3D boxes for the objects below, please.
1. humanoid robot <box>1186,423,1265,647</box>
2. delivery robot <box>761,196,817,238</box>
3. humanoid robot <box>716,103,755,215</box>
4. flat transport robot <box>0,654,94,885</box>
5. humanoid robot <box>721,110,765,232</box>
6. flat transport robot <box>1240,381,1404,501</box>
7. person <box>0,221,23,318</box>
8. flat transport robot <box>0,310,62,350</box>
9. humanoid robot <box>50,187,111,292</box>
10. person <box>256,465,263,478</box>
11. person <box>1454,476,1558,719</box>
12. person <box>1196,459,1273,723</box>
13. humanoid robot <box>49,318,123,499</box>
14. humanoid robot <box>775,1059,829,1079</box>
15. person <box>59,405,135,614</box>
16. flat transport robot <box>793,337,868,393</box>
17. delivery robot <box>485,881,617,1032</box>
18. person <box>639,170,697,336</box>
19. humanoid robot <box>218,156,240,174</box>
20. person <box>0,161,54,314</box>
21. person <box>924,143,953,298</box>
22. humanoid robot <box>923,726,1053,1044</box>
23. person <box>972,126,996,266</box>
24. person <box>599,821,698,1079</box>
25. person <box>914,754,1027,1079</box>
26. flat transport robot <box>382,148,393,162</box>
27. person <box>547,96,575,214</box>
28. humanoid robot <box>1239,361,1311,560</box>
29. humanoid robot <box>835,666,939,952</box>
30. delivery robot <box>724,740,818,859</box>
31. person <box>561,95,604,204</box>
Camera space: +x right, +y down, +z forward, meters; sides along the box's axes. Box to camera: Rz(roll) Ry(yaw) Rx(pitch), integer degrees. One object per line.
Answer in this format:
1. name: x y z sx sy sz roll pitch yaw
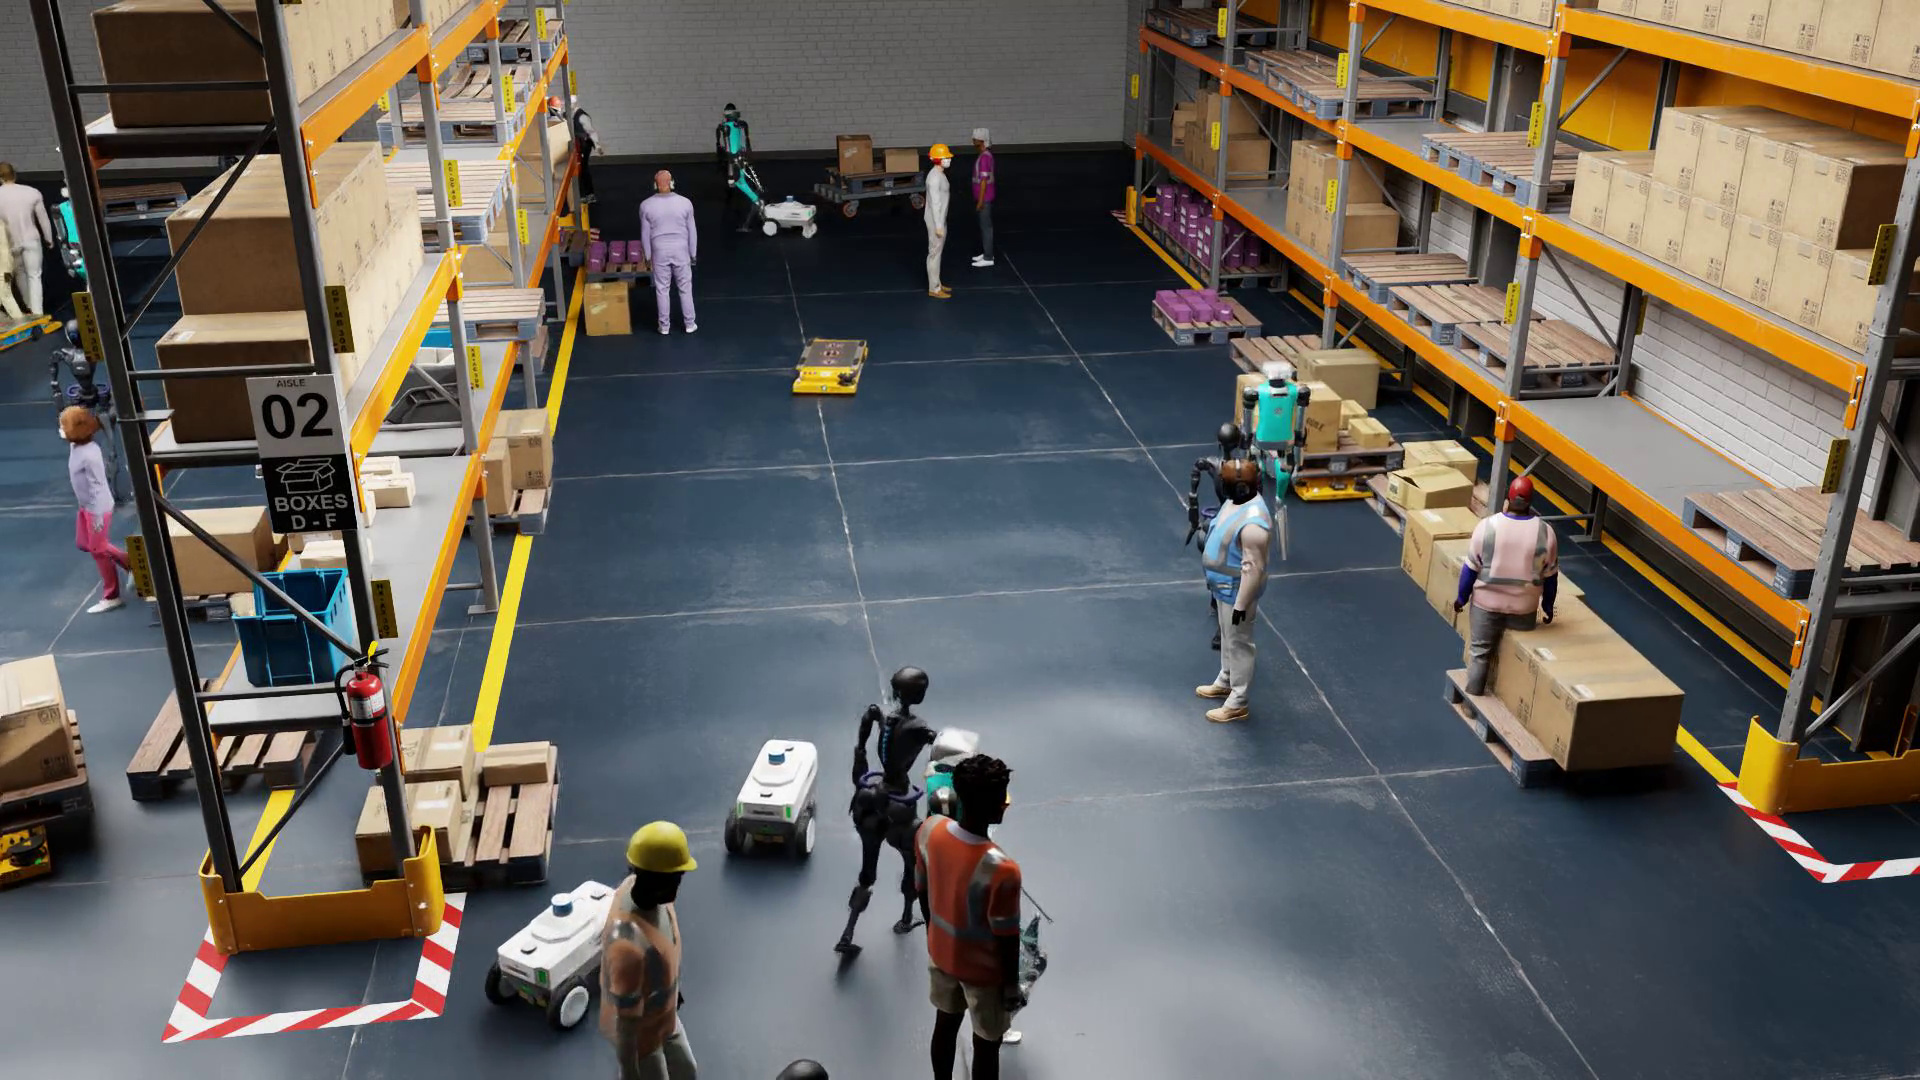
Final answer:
1. humanoid robot: 1.949 -0.085 12.171 0.600 1.624 0.777 8 25 17
2. delivery robot: -2.459 -4.642 23.895 0.771 0.592 0.499 4 24 10
3. humanoid robot: -3.381 -5.715 24.956 0.611 1.647 0.341 -15 28 -30
4. flat transport robot: -5.847 1.649 9.921 0.659 0.231 1.431 -13 27 -27
5. humanoid robot: -2.991 -5.176 23.774 0.768 1.896 0.553 4 24 10
6. flat transport robot: 3.255 -0.710 15.295 0.659 0.231 1.431 -3 24 -7
7. person: -11.098 -3.155 19.073 0.655 1.717 0.414 18 30 35
8. flat transport robot: -11.031 -2.330 18.986 0.659 0.231 1.431 4 24 10
9. humanoid robot: -10.067 -3.250 19.281 0.533 1.804 0.738 -6 25 -14
10. person: -6.293 -1.460 14.920 0.513 1.946 0.428 14 27 29
11. person: 3.574 0.403 10.913 0.627 1.751 0.420 6 24 12
12. person: 1.808 0.324 10.993 0.430 1.837 0.621 -1 24 -1
13. humanoid robot: -7.610 -1.145 14.556 0.584 1.632 0.713 -9 25 -20
14. humanoid robot: -0.635 2.587 6.065 0.608 1.641 0.590 16 28 32
15. person: -6.506 -0.245 12.543 0.409 1.617 0.514 -18 30 -35
16. flat transport robot: -1.386 -1.893 17.990 0.659 0.231 1.431 1 24 2
17. delivery robot: -2.034 2.103 8.533 0.499 0.595 0.770 13 27 27
18. person: -3.343 -3.305 19.181 0.636 1.902 0.409 -4 24 -10
19. humanoid robot: -9.879 -4.672 22.593 0.599 1.631 0.591 -16 28 -32
20. person: -11.093 -3.534 19.704 0.639 1.891 0.974 -9 25 -20
21. person: -0.265 -3.983 20.732 0.366 1.897 0.570 2 24 4
22. humanoid robot: 0.193 1.733 7.939 0.703 1.820 0.531 2 24 4
23. person: 0.316 -4.582 22.163 0.319 1.841 0.502 1 24 1
24. person: -1.359 2.028 7.036 0.568 1.895 0.625 1 24 3
25. person: 0.056 1.832 7.397 0.370 1.963 0.606 -20 31 -39
26. flat transport robot: -8.719 -4.941 24.935 1.431 0.231 0.659 -1 24 -2
27. person: -6.006 -5.752 24.933 0.560 1.752 0.325 1 24 3
28. humanoid robot: 2.443 -0.629 13.338 0.543 1.814 0.773 -1 24 -3
29. humanoid robot: -0.416 1.439 8.707 0.610 1.643 0.600 21 31 40
30. delivery robot: -1.082 1.522 9.872 0.499 0.608 0.801 3 24 8
31. person: -5.838 -5.978 25.493 0.794 1.718 0.689 16 28 33
